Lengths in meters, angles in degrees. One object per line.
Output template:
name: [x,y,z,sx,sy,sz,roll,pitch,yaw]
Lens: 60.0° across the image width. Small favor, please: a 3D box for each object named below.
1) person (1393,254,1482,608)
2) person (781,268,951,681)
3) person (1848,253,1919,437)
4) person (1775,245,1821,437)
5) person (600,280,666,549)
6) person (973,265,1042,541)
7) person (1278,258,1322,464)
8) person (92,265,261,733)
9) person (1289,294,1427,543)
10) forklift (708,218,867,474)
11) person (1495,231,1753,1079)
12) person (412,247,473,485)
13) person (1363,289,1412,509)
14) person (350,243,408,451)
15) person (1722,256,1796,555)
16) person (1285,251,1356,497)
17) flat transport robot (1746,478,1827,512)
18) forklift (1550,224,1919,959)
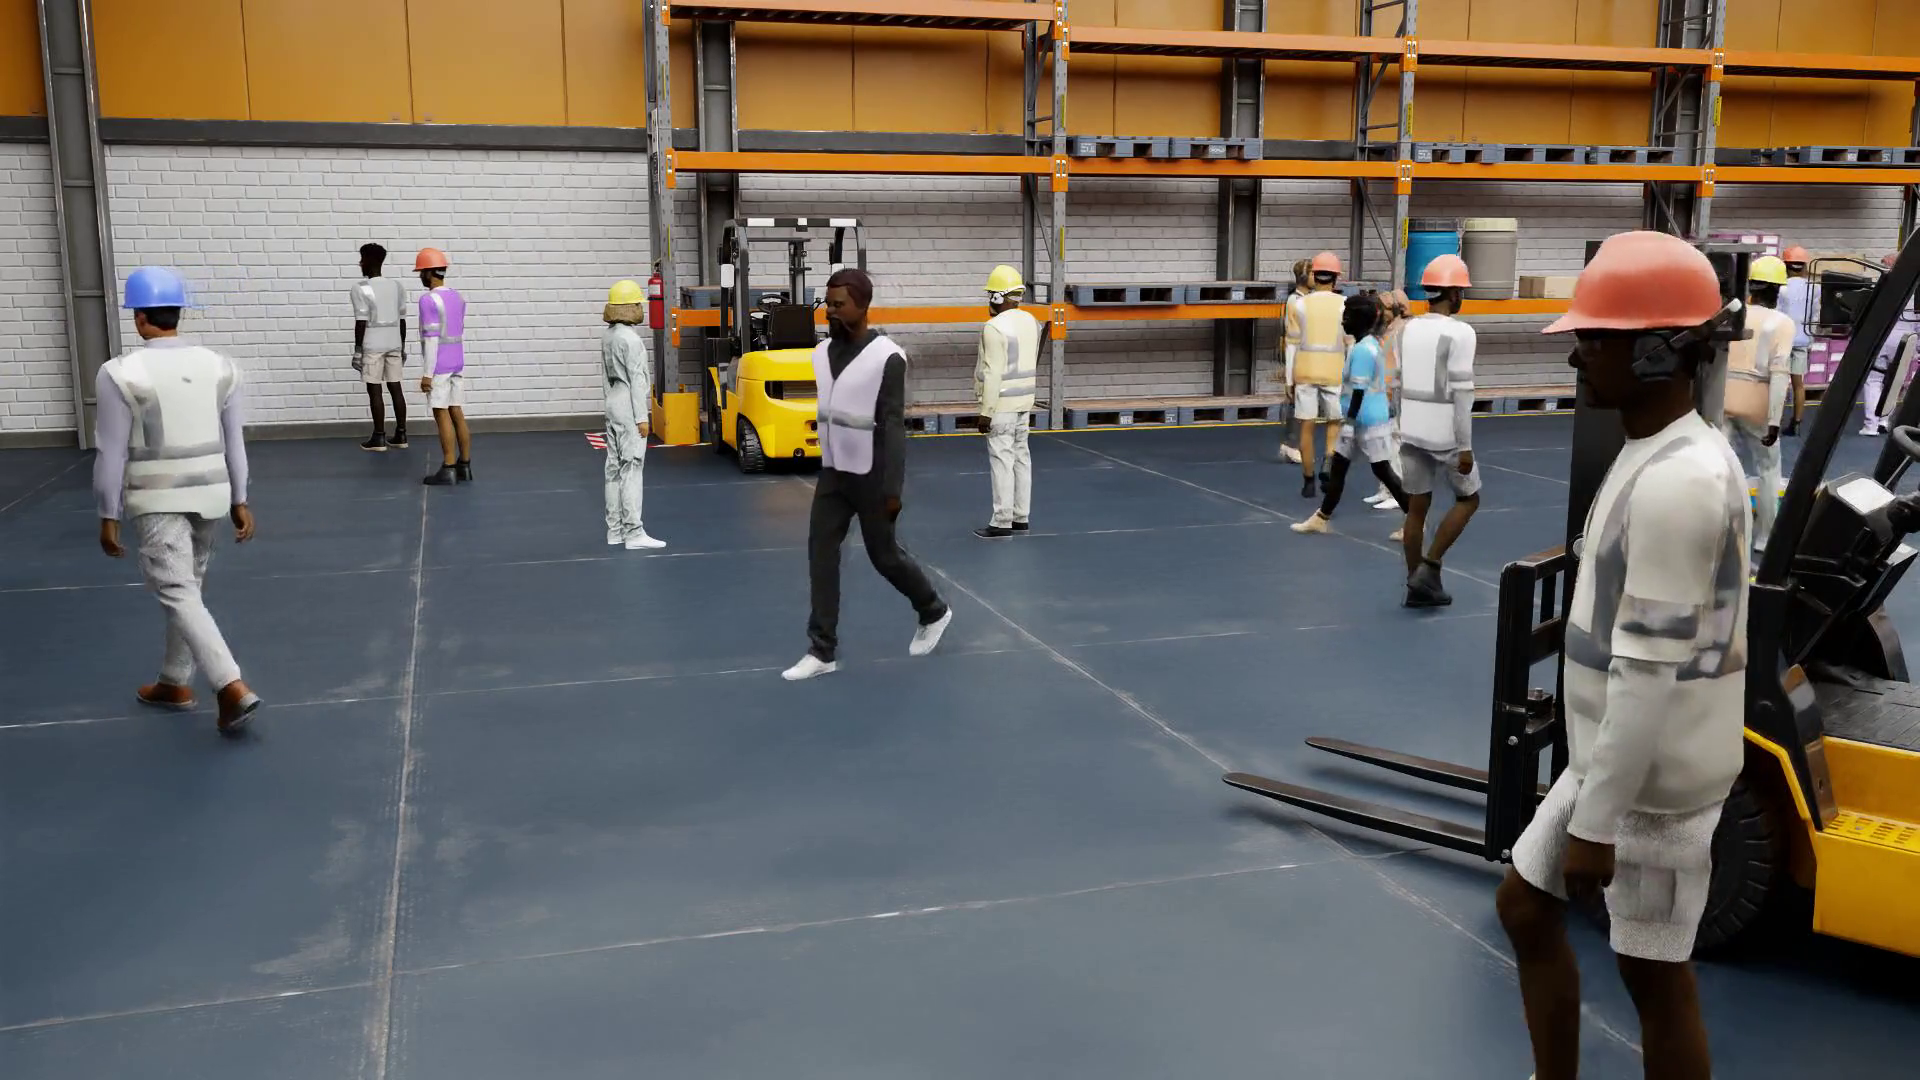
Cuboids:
person: [2.586,-0.570,9.006,0.400,1.926,0.567,-6,12,-30]
person: [-0.429,-0.320,7.761,0.599,1.891,0.898,10,14,44]
person: [9.449,-1.989,16.979,0.704,1.856,0.684,3,11,14]
person: [8.381,-2.006,16.851,0.546,1.938,0.361,-1,10,-7]
person: [-2.157,-0.814,10.853,0.295,1.744,0.484,-8,13,-36]
person: [0.299,-0.912,11.141,0.404,1.832,0.596,6,12,31]
person: [3.062,-1.573,14.772,0.416,1.829,0.521,3,11,17]
person: [-3.199,-0.166,6.844,0.939,1.916,0.616,6,12,32]
person: [2.716,-0.805,11.074,0.897,1.649,0.534,2,11,12]
forklift: [-1.522,-1.778,14.899,1.214,2.155,2.313,-3,11,-17]
person: [1.213,0.425,3.276,0.686,2.024,0.636,3,11,17]
person: [-4.263,-1.414,13.614,0.377,1.932,0.552,2,11,13]
person: [3.229,-1.048,12.417,0.311,1.640,0.513,0,10,2]
person: [-5.525,-1.834,15.824,0.361,1.964,0.614,6,12,30]
person: [5.013,-0.831,10.512,0.835,1.892,0.610,-7,12,-33]
person: [2.784,-1.262,12.833,0.551,1.917,0.526,2,11,11]
flat transport robot: [5.908,-0.324,12.204,1.431,0.197,0.652,4,11,22]
forklift: [2.909,0.117,4.508,2.313,2.155,1.214,9,14,40]
